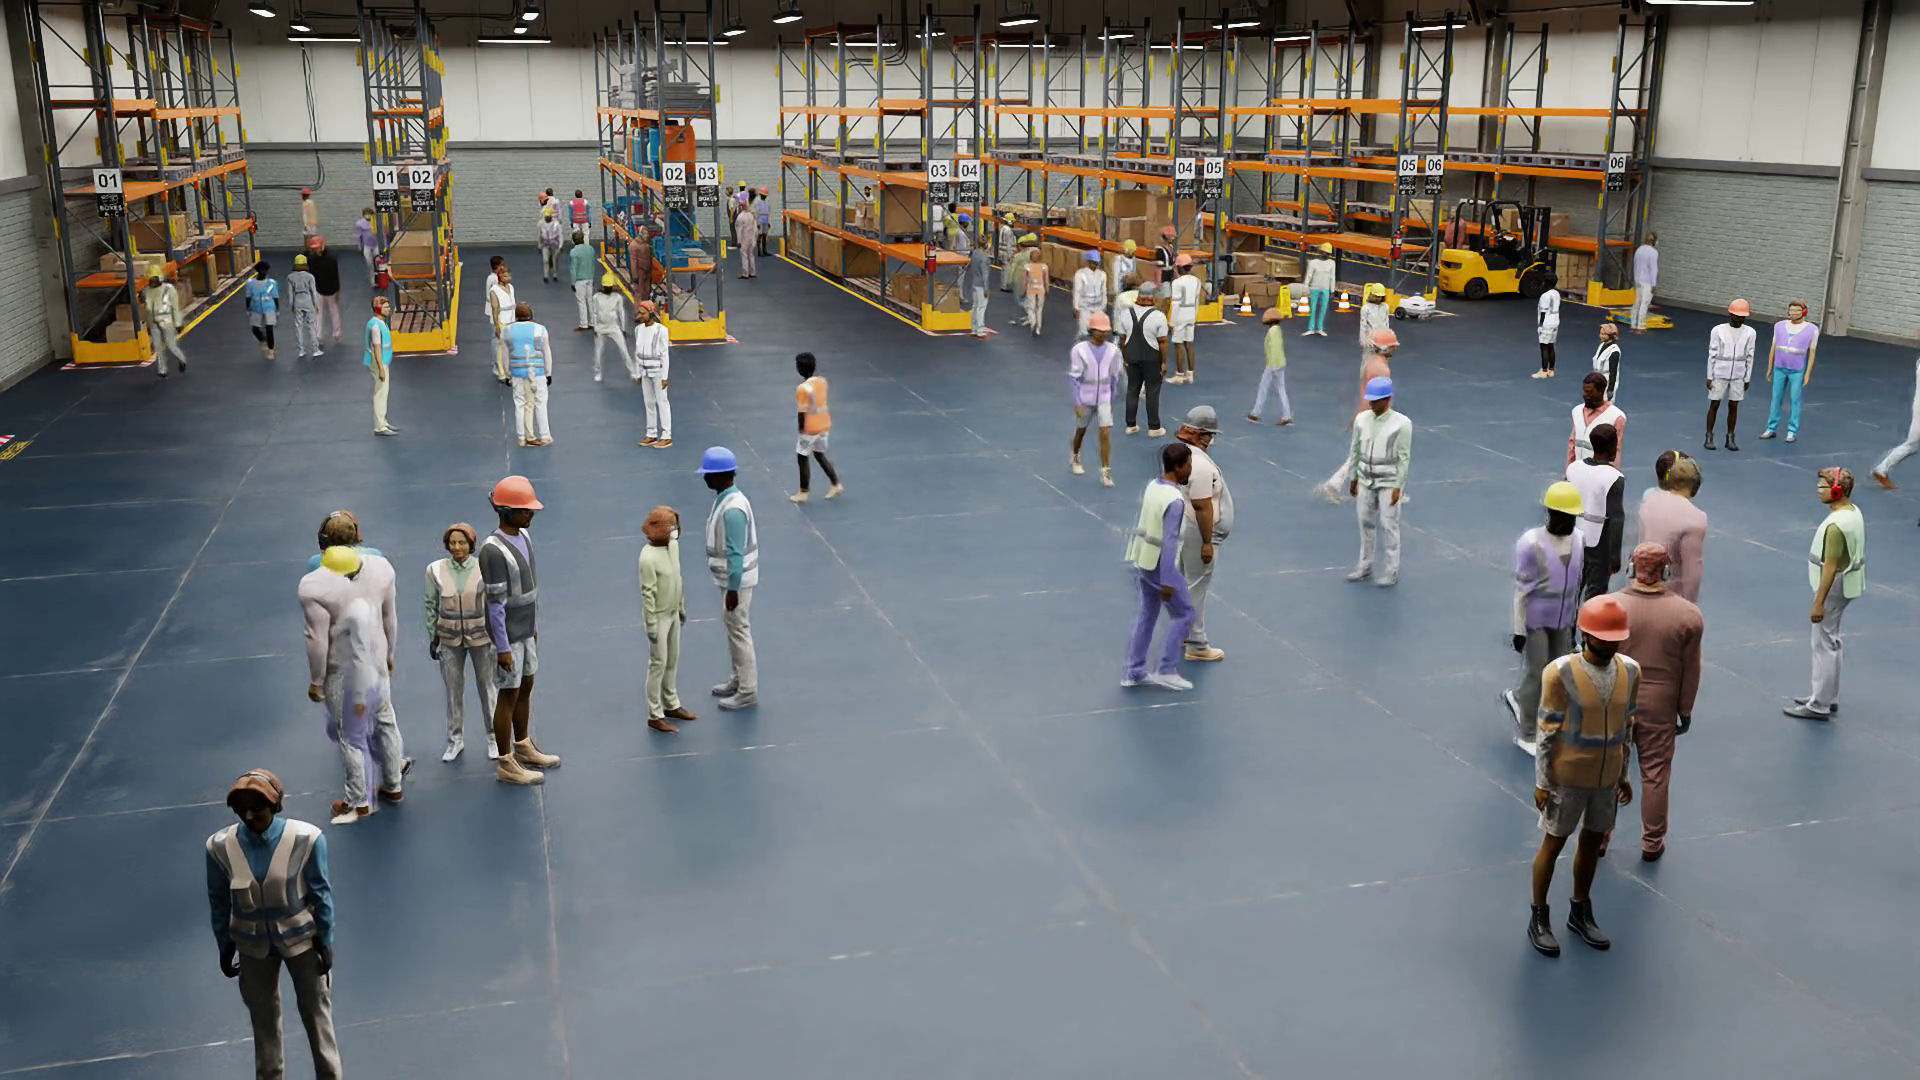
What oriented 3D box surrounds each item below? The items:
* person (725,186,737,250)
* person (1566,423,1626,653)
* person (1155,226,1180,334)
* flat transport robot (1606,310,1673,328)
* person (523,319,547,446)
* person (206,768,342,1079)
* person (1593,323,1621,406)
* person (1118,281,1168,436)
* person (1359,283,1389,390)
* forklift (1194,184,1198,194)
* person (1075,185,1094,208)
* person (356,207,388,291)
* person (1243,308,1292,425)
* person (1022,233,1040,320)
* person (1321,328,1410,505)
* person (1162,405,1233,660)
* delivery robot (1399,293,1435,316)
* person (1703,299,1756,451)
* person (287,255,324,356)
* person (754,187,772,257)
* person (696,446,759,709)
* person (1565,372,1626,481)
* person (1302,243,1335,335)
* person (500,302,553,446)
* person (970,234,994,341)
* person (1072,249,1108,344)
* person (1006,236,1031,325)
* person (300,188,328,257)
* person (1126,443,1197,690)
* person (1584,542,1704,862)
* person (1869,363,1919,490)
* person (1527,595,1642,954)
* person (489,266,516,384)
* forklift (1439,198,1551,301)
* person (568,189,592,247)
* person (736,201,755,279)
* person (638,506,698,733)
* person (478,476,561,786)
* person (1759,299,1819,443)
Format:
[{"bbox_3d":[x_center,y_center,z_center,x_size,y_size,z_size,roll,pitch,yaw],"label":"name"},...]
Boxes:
[{"bbox_3d":[-6.736,-9.490,49.042,0.346,1.840,0.501,-2,15,-8],"label":"person"},{"bbox_3d":[4.957,0.030,13.055,0.390,1.922,0.591,-6,16,-22],"label":"person"},{"bbox_3d":[3.957,-4.907,31.487,0.538,2.018,0.636,6,16,22],"label":"person"},{"bbox_3d":[13.371,-4.362,32.742,0.652,0.197,1.431,-2,15,-6],"label":"flat transport robot"},{"bbox_3d":[-5.532,-2.029,21.351,0.279,1.633,0.497,-7,16,-24],"label":"person"},{"bbox_3d":[-2.941,1.745,7.161,0.508,1.628,0.319,-2,15,-7],"label":"person"},{"bbox_3d":[8.108,-1.906,20.905,0.313,1.632,0.520,0,15,1],"label":"person"},{"bbox_3d":[2.465,-2.400,21.968,0.689,2.000,0.538,10,18,33],"label":"person"},{"bbox_3d":[6.123,-2.927,24.548,0.491,1.728,0.324,-6,16,-22],"label":"person"},{"bbox_3d":[7.392,-11.333,53.972,1.873,2.768,1.129,-4,15,-15],"label":"forklift"},{"bbox_3d":[3.617,-9.495,48.925,0.614,1.918,0.848,-3,15,-12],"label":"person"},{"bbox_3d":[-13.661,-6.778,38.717,0.693,1.905,0.693,-4,16,-16],"label":"person"},{"bbox_3d":[4.236,-2.364,22.712,0.727,1.579,0.555,9,17,29],"label":"person"},{"bbox_3d":[1.453,-5.285,33.425,0.292,1.733,0.512,8,17,27],"label":"person"},{"bbox_3d":[4.461,-1.336,18.136,0.947,1.965,0.624,1,15,4],"label":"person"},{"bbox_3d":[1.898,-0.076,13.222,0.537,2.000,0.679,-4,15,-16],"label":"person"},{"bbox_3d":[9.151,-4.701,33.295,0.477,0.478,0.707,-10,18,-32],"label":"delivery robot"},{"bbox_3d":[9.719,-2.083,20.995,0.543,1.929,0.385,2,15,9],"label":"person"},{"bbox_3d":[-11.343,-4.059,28.781,0.492,1.742,0.322,0,15,-1],"label":"person"},{"bbox_3d":[-5.524,-8.947,46.822,0.374,1.928,0.542,9,17,30],"label":"person"},{"bbox_3d":[-1.679,0.269,12.129,0.426,1.938,0.625,-4,15,-14],"label":"person"},{"bbox_3d":[5.915,-0.625,15.554,0.400,1.907,0.599,-7,16,-25],"label":"person"},{"bbox_3d":[6.735,-4.689,31.148,0.594,1.749,0.383,-2,15,-8],"label":"person"},{"bbox_3d":[-5.531,-2.123,21.309,0.619,1.845,0.430,-2,15,-6],"label":"person"},{"bbox_3d":[0.385,-4.653,30.642,0.372,1.939,0.629,-5,16,-18],"label":"person"},{"bbox_3d":[2.164,-3.892,27.781,0.629,1.933,0.505,-6,16,-22],"label":"person"},{"bbox_3d":[1.202,-5.071,32.623,0.592,1.726,0.586,10,18,32],"label":"person"},{"bbox_3d":[-18.225,-8.913,46.747,0.718,1.914,0.613,3,15,11],"label":"person"},{"bbox_3d":[1.546,0.205,12.451,0.617,1.897,0.607,-4,15,-15],"label":"person"},{"bbox_3d":[3.932,0.940,9.671,0.638,1.902,0.407,5,16,17],"label":"person"},{"bbox_3d":[10.809,-1.425,18.597,0.638,1.901,0.966,-10,18,-34],"label":"person"},{"bbox_3d":[3.237,1.209,8.584,0.552,1.935,0.370,-3,15,-12],"label":"person"},{"bbox_3d":[-7.121,-3.357,25.977,0.394,1.832,0.575,4,15,15],"label":"person"},{"bbox_3d":[11.913,-6.508,37.130,2.313,2.155,1.214,-4,15,-15],"label":"forklift"},{"bbox_3d":[-10.811,-9.056,47.396,0.627,1.845,0.429,-2,15,-7],"label":"person"},{"bbox_3d":[-5.339,-7.416,41.127,0.397,1.899,0.643,7,16,23],"label":"person"},{"bbox_3d":[-2.073,0.547,11.678,0.295,1.623,0.507,4,15,16],"label":"person"},{"bbox_3d":[-2.853,0.581,10.771,0.404,2.035,0.606,2,15,6],"label":"person"},{"bbox_3d":[10.782,-2.201,21.590,0.389,1.846,0.567,-14,20,-41],"label":"person"}]
